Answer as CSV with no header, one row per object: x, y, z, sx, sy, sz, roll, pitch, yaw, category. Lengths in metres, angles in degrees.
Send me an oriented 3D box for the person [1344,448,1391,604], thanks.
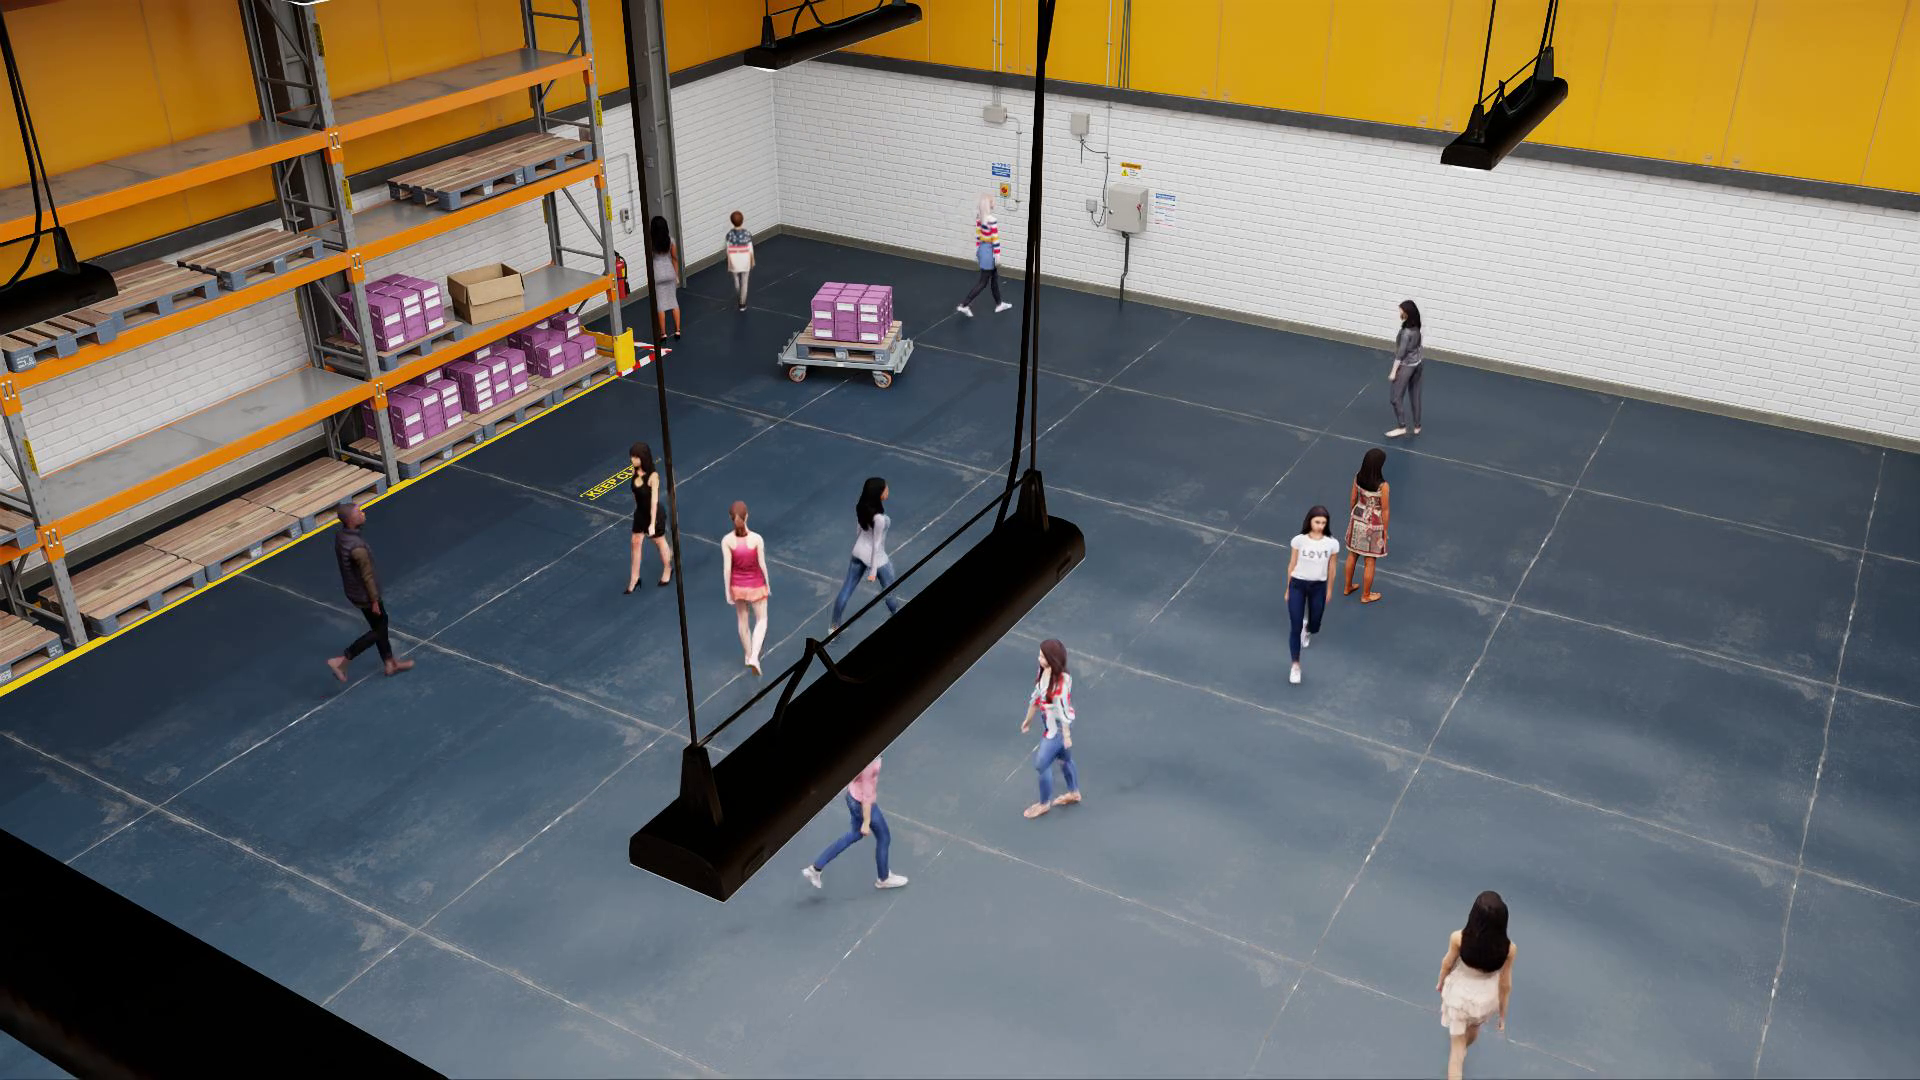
4.046,-0.160,16.527,0.646,1.645,0.710,-23,36,-36,person

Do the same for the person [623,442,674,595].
-3.046,-0.256,16.720,0.605,1.631,0.835,19,34,30,person

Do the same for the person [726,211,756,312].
-3.139,-3.956,23.740,0.852,1.403,1.039,-1,29,-1,person

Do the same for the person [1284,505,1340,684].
3.197,0.438,15.310,0.791,1.762,1.006,5,29,9,person

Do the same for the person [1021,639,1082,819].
0.865,1.499,13.546,0.892,1.589,0.830,-9,30,-16,person

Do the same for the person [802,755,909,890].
-0.806,1.985,12.521,1.101,1.717,1.053,-9,30,-16,person

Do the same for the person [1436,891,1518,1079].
3.246,3.034,10.627,0.749,1.688,1.082,9,30,15,person

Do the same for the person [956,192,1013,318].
0.302,-3.987,23.403,1.225,1.779,1.083,-12,31,-20,person

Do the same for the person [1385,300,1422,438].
5.388,-2.054,19.913,0.597,1.728,0.792,-21,35,-33,person

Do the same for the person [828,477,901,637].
-0.948,0.214,15.794,1.228,1.691,1.008,-22,35,-34,person

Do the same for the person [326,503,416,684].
-5.477,0.514,15.110,1.137,1.818,0.985,-18,33,-29,person

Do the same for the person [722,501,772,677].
-1.956,0.480,15.258,0.825,1.738,1.004,0,29,0,person

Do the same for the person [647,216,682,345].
-4.025,-3.537,22.577,0.630,1.781,0.730,-14,31,-23,person
